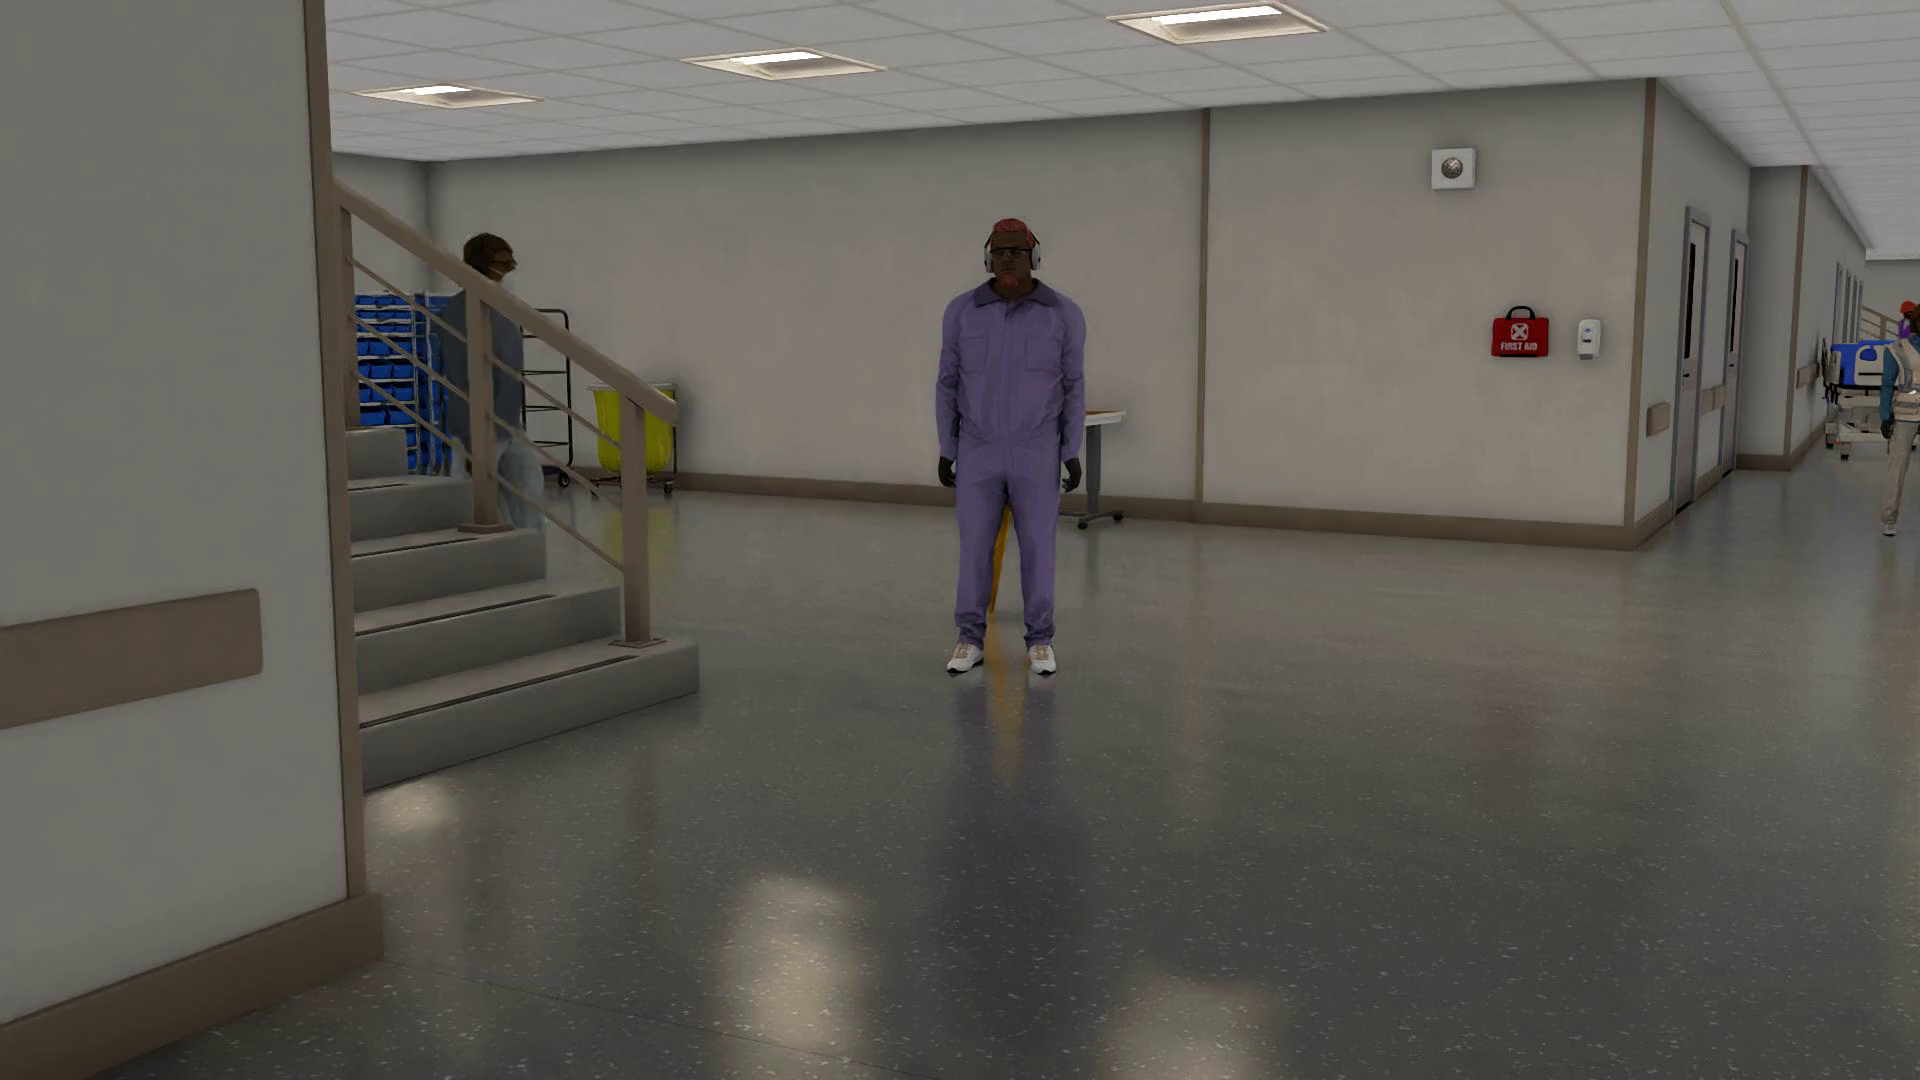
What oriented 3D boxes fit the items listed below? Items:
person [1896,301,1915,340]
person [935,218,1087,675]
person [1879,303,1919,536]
[{"bbox_3d":[18.095,-3.597,31.756,0.544,1.913,0.751,-1,8,-10],"label":"person"},{"bbox_3d":[0.207,-0.383,7.006,0.637,1.911,0.406,1,7,6],"label":"person"},{"bbox_3d":[6.623,-0.826,11.487,0.509,1.629,0.315,2,8,14],"label":"person"}]
